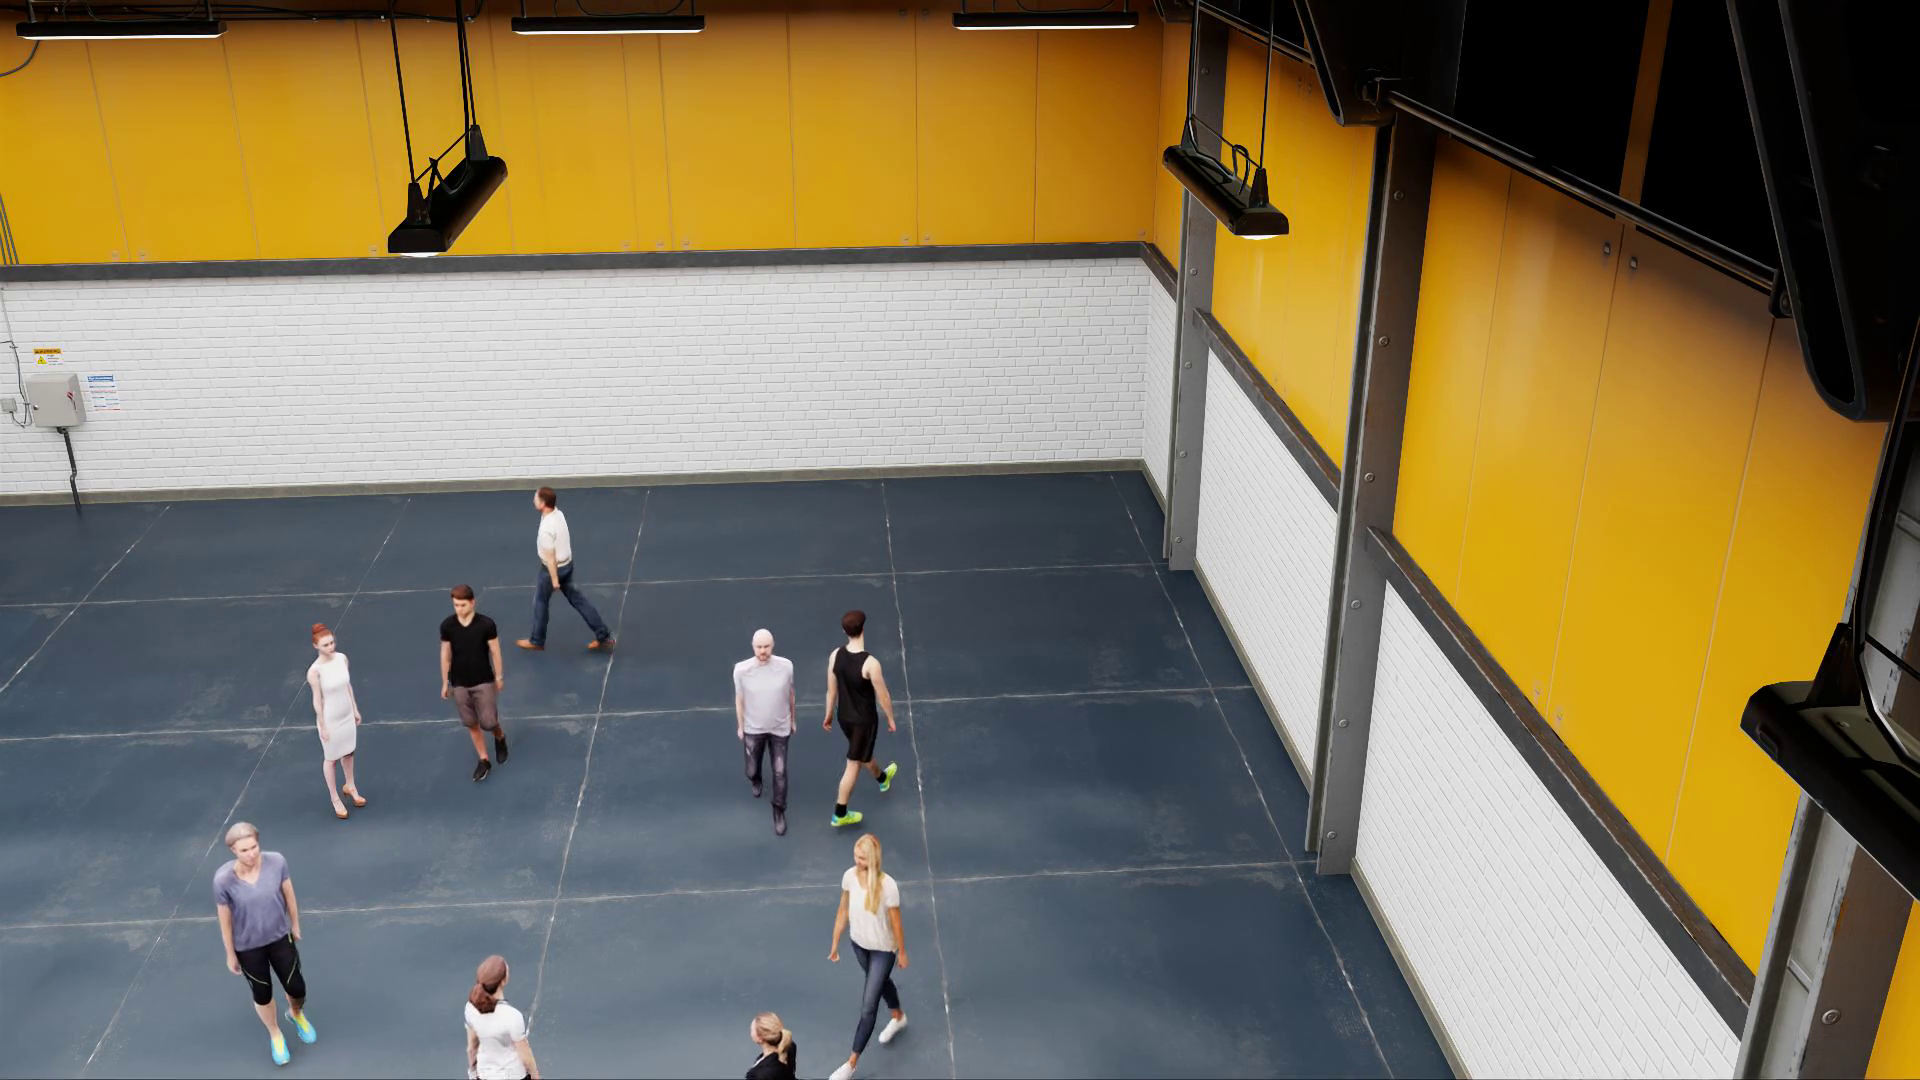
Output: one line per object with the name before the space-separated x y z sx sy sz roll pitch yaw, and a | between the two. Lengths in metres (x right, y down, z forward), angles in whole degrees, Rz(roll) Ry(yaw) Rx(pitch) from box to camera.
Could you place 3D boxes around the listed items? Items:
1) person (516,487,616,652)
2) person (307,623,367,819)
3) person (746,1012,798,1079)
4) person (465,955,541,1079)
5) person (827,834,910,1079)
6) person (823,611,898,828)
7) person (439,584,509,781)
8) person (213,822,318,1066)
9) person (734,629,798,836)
person | -3.976 0.328 16.865 0.979 1.813 1.272 5 24 10
person | -5.305 1.527 14.145 0.711 1.793 0.598 12 26 25
person | -0.984 3.514 9.749 1.020 1.673 1.101 11 26 24
person | -2.820 3.328 10.090 0.701 1.741 0.733 8 25 18
person | -0.529 2.756 11.361 1.107 1.771 1.182 17 29 34
person | -0.916 1.560 14.029 1.208 1.826 1.299 18 29 35
person | -4.297 1.214 14.792 0.729 1.849 0.803 1 24 2
person | -4.785 2.704 11.357 0.791 1.870 0.820 -15 28 -31
person | -1.633 1.549 14.066 0.700 1.816 0.973 -4 24 -10
